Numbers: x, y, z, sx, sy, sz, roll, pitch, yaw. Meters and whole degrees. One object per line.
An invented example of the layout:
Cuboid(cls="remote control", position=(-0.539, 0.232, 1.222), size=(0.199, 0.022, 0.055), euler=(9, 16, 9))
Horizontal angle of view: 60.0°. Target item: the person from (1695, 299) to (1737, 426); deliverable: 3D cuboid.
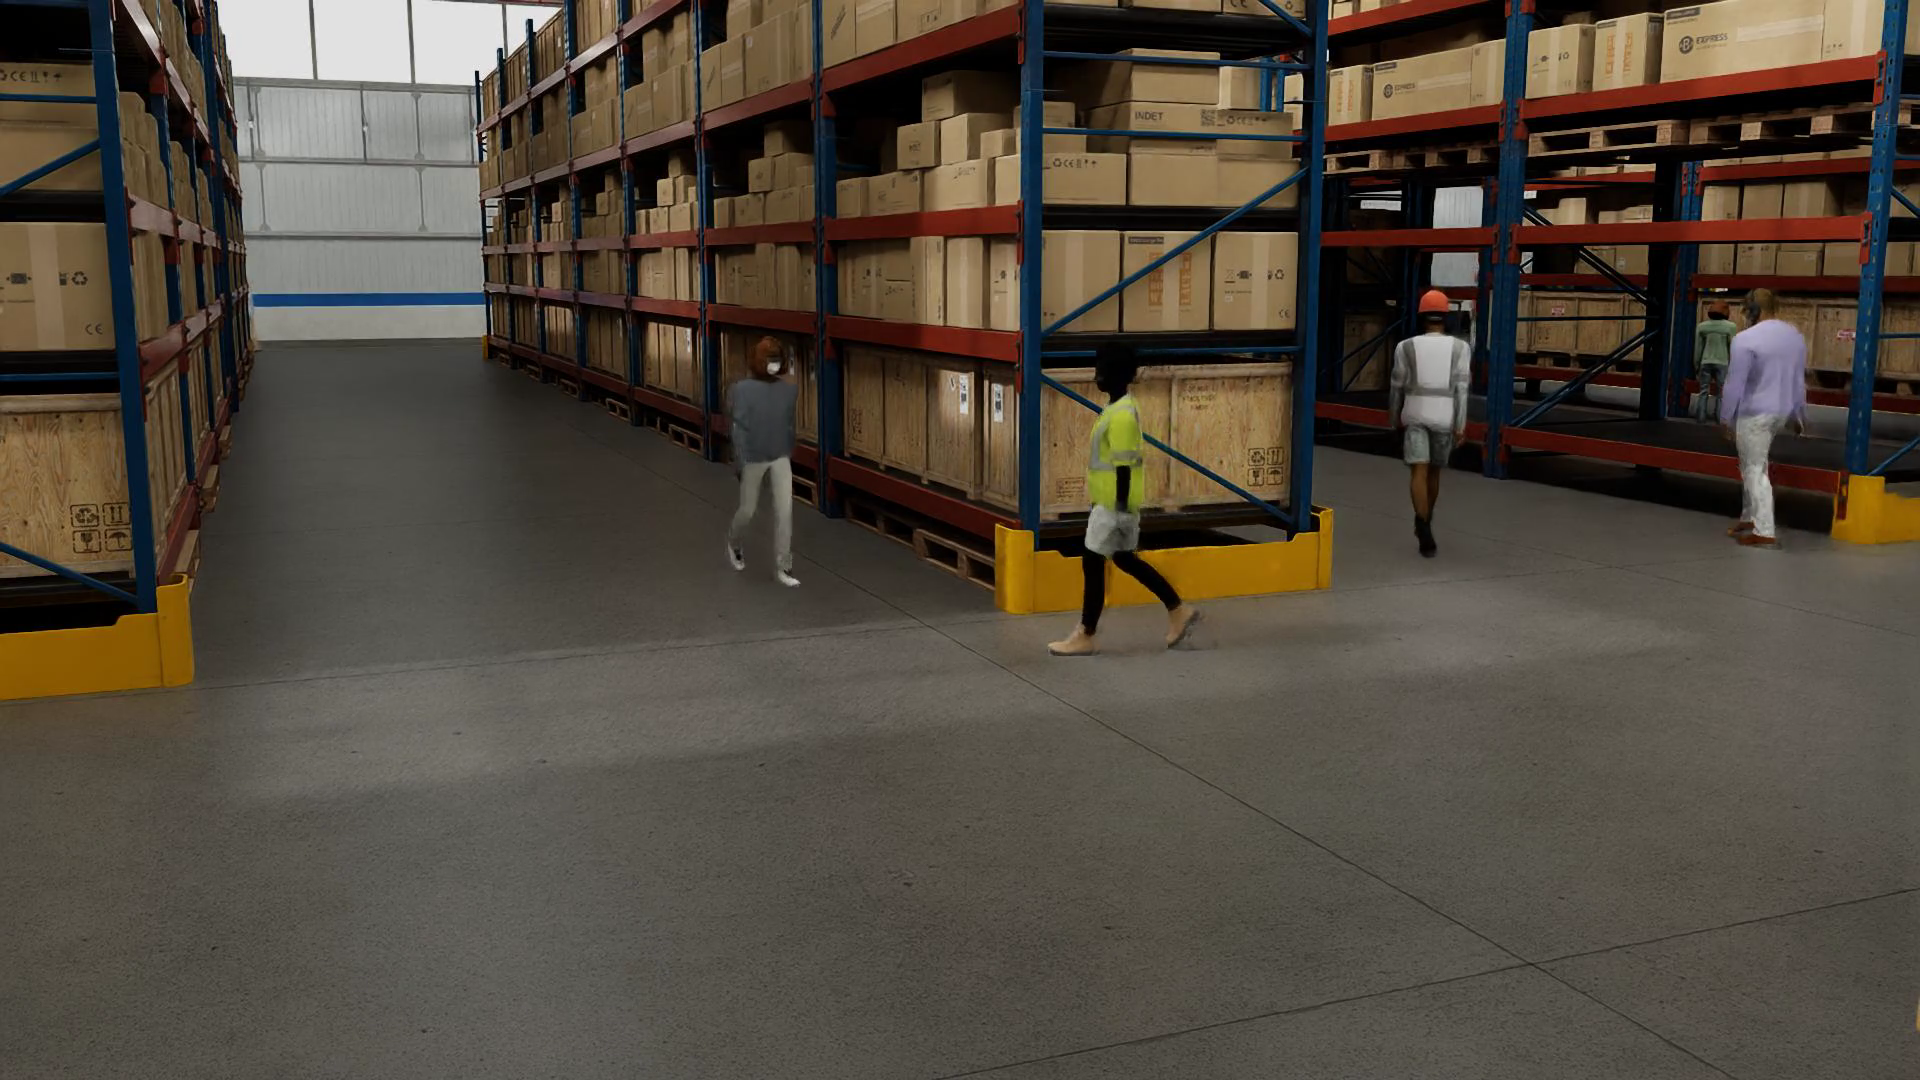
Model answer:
Cuboid(cls="person", position=(9.180, -2.107, 20.210), size=(0.280, 1.633, 0.499), euler=(-9, 13, -43))

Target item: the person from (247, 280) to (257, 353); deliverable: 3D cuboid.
Cuboid(cls="person", position=(-16.377, -5.155, 38.112), size=(0.342, 1.747, 0.571), euler=(-7, 12, -37))

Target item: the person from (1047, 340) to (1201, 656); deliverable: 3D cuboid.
Cuboid(cls="person", position=(0.878, -0.213, 8.723), size=(0.760, 1.675, 0.530), euler=(1, 10, 7))

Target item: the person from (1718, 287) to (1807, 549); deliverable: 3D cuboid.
Cuboid(cls="person", position=(5.849, -0.895, 12.197), size=(0.684, 1.884, 0.697), euler=(-4, 10, -24))

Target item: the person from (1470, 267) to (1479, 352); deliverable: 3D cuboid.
Cuboid(cls="person", position=(11.606, -5.079, 37.006), size=(0.806, 1.975, 0.619), euler=(7, 12, 37))

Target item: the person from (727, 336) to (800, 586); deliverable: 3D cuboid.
Cuboid(cls="person", position=(-1.296, -0.528, 10.834), size=(0.500, 1.607, 0.718), euler=(-6, 11, -31))

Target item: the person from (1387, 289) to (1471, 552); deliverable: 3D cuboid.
Cuboid(cls="person", position=(3.409, -0.870, 12.086), size=(0.553, 1.890, 1.006), euler=(2, 10, 11))
